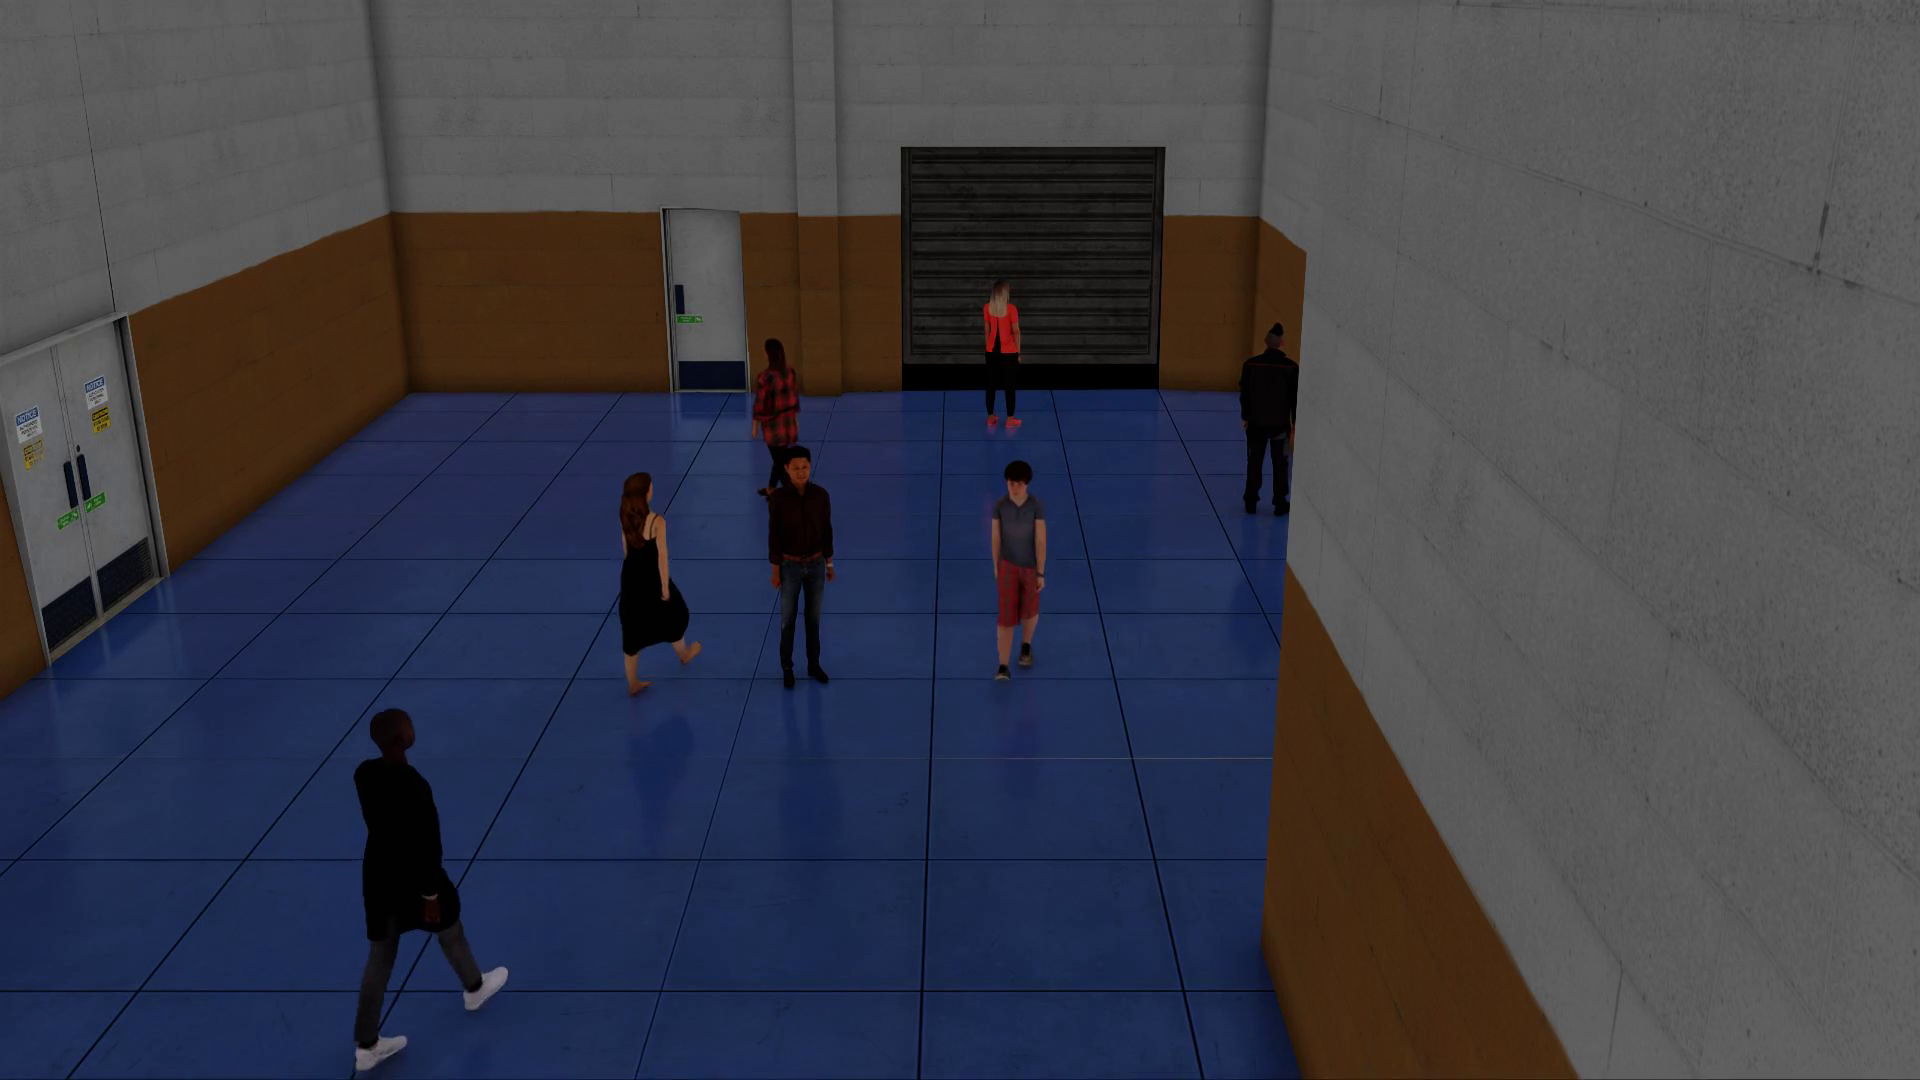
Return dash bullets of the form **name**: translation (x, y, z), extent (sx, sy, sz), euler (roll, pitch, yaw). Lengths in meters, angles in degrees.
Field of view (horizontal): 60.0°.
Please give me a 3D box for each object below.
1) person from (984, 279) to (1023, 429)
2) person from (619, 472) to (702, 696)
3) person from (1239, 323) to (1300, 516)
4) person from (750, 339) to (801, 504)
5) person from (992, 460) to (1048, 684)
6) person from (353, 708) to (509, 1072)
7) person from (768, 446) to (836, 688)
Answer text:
- **person**: translation (0.473, -2.128, 18.945), extent (0.614, 1.694, 0.731), euler (9, 21, 26)
- **person**: translation (-2.285, 0.340, 11.788), extent (1.035, 1.591, 0.923), euler (8, 20, 23)
- **person**: translation (2.944, -1.161, 15.779), extent (0.703, 1.861, 0.900), euler (7, 20, 19)
- **person**: translation (-1.683, -1.053, 15.789), extent (1.029, 1.674, 0.955), euler (17, 25, 41)
- **person**: translation (0.467, 0.204, 12.148), extent (1.088, 1.606, 0.764), euler (3, 19, 10)
- **person**: translation (-2.650, 1.646, 7.722), extent (1.180, 1.713, 1.077), euler (10, 21, 27)
- **person**: translation (-1.149, 0.178, 11.970), extent (0.612, 1.782, 0.772), euler (-8, 20, -22)
